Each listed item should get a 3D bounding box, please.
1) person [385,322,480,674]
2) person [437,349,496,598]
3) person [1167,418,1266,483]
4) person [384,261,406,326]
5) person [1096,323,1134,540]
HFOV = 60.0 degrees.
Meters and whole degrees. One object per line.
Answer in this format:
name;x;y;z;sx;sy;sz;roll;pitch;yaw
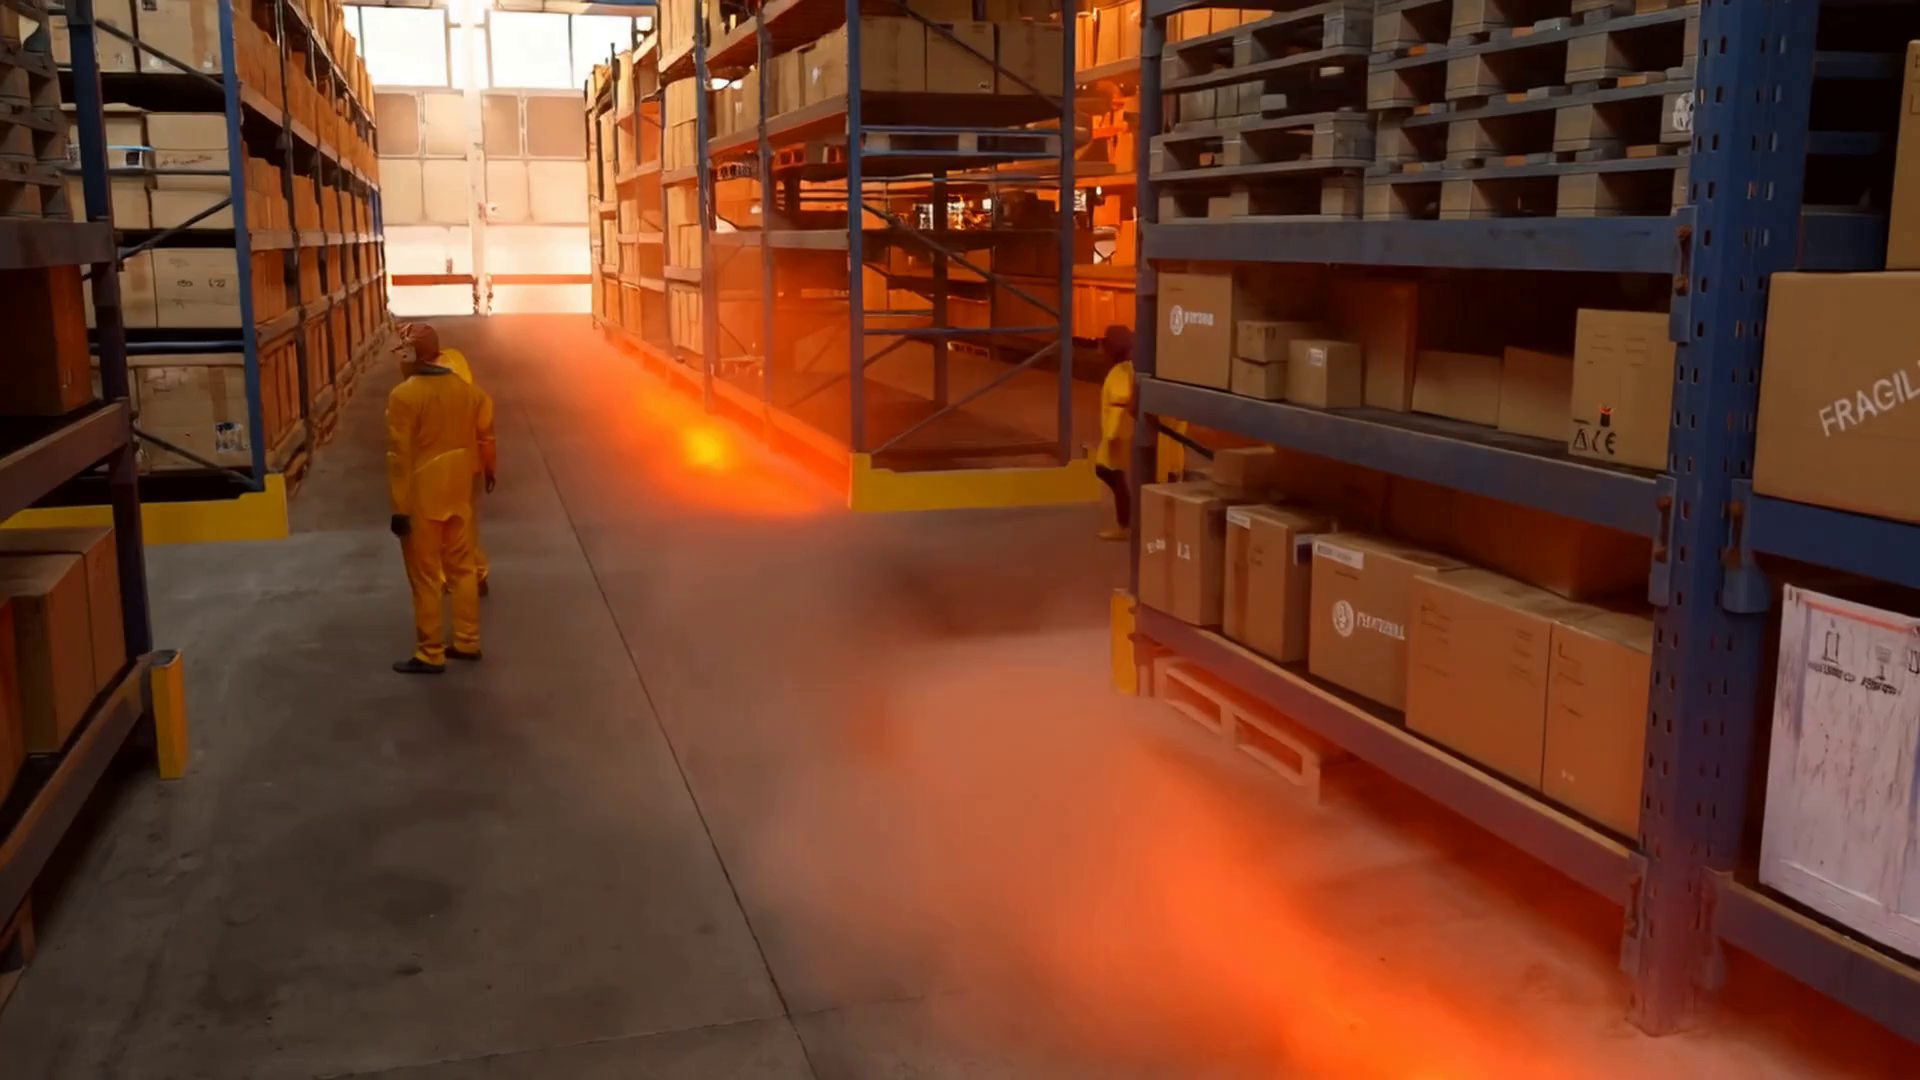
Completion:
person;-2.885;-0.230;9.034;0.398;1.899;0.649;4;11;20
person;-3.274;-0.426;10.824;0.507;1.631;0.266;0;10;-3
person;1.606;-0.467;10.482;0.626;1.844;0.429;-1;10;-5
person;-14.052;-6.019;40.726;0.817;1.917;0.545;-3;11;-15
person;1.215;-0.828;12.864;0.370;1.683;0.554;2;11;10
